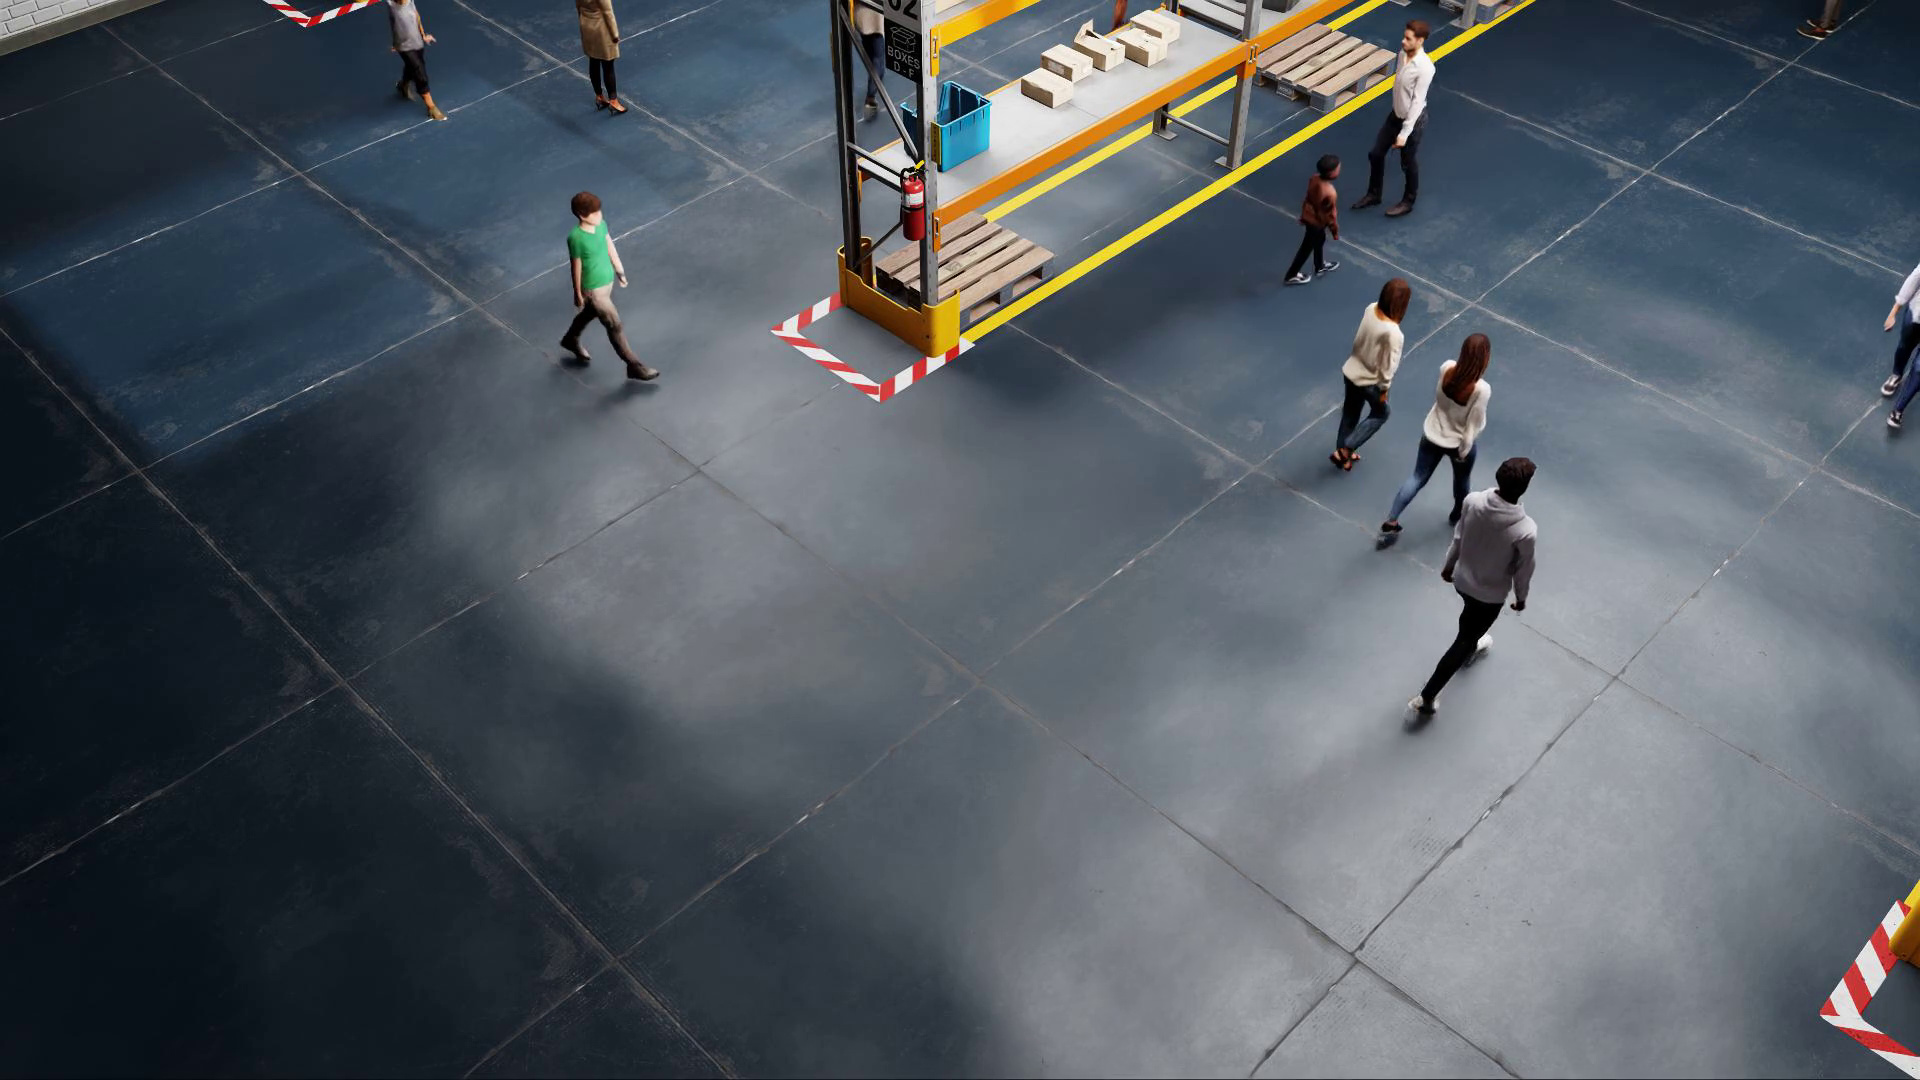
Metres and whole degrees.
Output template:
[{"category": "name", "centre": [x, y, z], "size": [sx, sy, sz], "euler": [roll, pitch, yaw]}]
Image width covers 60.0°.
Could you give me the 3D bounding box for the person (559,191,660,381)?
[{"category": "person", "centre": [-2.909, -1.998, 12.942], "size": [0.937, 1.618, 1.170], "euler": [18, 46, 18]}]

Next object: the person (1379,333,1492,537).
[{"category": "person", "centre": [3.326, -0.672, 11.520], "size": [1.080, 1.660, 0.643], "euler": [-30, 51, -28]}]

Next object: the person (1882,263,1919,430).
[{"category": "person", "centre": [7.401, -1.746, 12.636], "size": [0.760, 1.676, 1.094], "euler": [27, 50, 26]}]

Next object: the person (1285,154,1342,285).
[{"category": "person", "centre": [2.913, -2.655, 13.910], "size": [0.835, 1.233, 0.734], "euler": [-9, 44, -9]}]

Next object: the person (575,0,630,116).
[{"category": "person", "centre": [-3.471, -4.882, 15.924], "size": [0.651, 1.681, 0.547], "euler": [30, 51, 27]}]

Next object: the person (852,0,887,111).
[{"category": "person", "centre": [-0.863, -5.029, 15.956], "size": [1.035, 1.849, 1.296], "euler": [13, 45, 14]}]

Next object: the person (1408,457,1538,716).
[{"category": "person", "centre": [3.178, 0.315, 10.315], "size": [1.242, 1.892, 0.744], "euler": [-30, 51, -28]}]

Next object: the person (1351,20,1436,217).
[{"category": "person", "centre": [3.984, -3.673, 14.531], "size": [0.908, 1.851, 0.849], "euler": [-18, 46, -18]}]

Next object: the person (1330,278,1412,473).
[{"category": "person", "centre": [2.884, -1.163, 12.031], "size": [0.768, 1.666, 0.753], "euler": [-14, 45, -14]}]

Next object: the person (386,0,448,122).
[{"category": "person", "centre": [-5.377, -4.855, 16.081], "size": [0.746, 1.425, 0.982], "euler": [26, 50, 25]}]
